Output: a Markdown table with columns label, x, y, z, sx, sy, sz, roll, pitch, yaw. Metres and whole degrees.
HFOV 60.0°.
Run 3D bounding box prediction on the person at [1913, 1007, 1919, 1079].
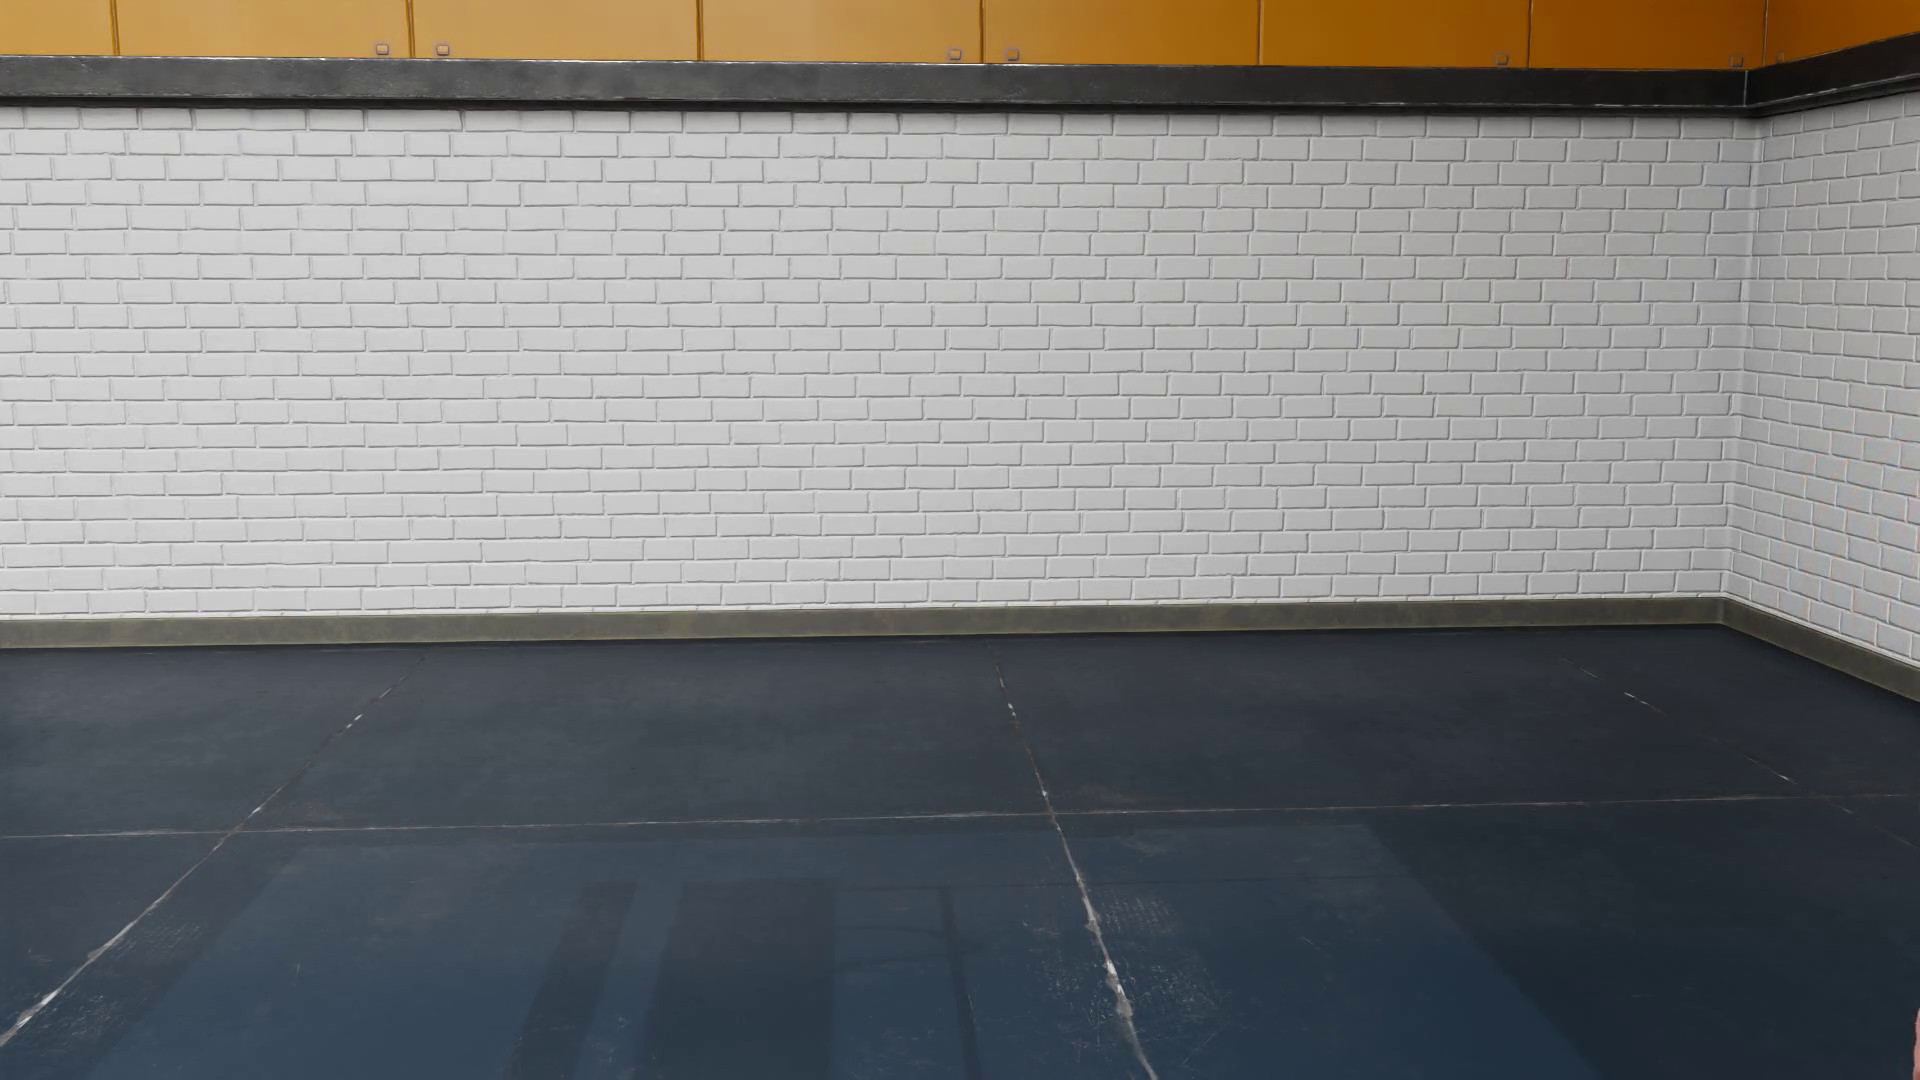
| label | x | y | z | sx | sy | sz | roll | pitch | yaw |
| --- | --- | --- | --- | --- | --- | --- | --- | --- | --- |
| person | 1.397 | 0.763 | 1.842 | 0.632 | 1.959 | 0.970 | 8 | 12 | 42 |
